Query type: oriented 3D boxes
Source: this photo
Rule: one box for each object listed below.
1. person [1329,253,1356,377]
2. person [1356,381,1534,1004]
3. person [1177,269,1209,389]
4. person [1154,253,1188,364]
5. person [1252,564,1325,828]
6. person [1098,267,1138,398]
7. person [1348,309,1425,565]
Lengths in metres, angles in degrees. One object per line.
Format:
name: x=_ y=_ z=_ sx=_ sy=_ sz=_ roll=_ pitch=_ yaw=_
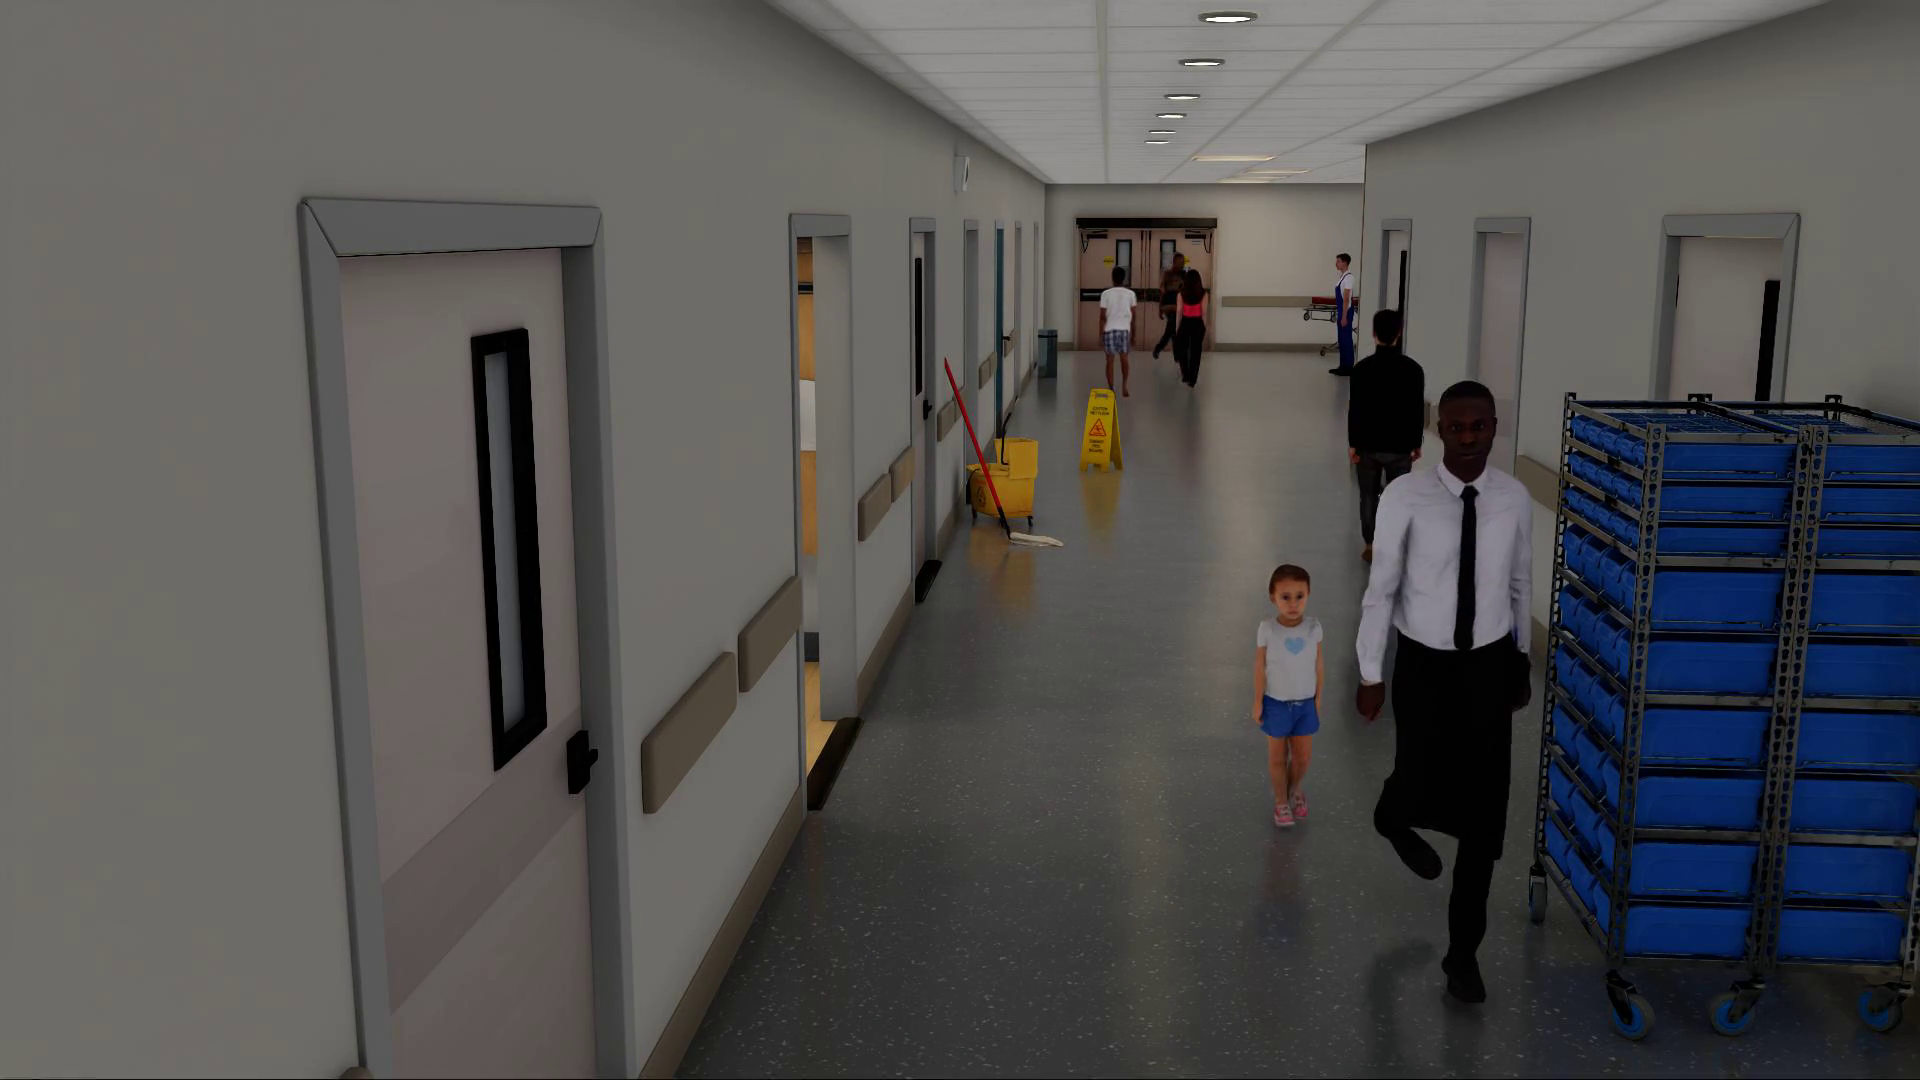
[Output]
person: x=5.860 y=-3.433 z=25.286 sx=0.683 sy=1.847 sz=0.513 roll=0 pitch=11 yaw=0
person: x=1.488 y=0.421 z=5.128 sx=0.732 sy=1.792 sz=1.189 roll=0 pitch=11 yaw=0
person: x=3.232 y=-2.918 z=23.115 sx=0.593 sy=1.645 sz=0.805 roll=0 pitch=11 yaw=2
person: x=3.403 y=-3.742 z=27.077 sx=1.079 sy=1.747 sz=1.319 roll=-5 pitch=12 yaw=-23
person: x=1.247 y=0.585 z=6.354 sx=0.428 sy=1.013 sz=0.440 roll=0 pitch=11 yaw=1
person: x=2.044 y=-2.658 z=21.549 sx=0.688 sy=1.719 sz=0.735 roll=-1 pitch=11 yaw=-3
person: x=2.824 y=-0.651 z=10.998 sx=0.670 sy=1.710 sz=0.908 roll=1 pitch=11 yaw=7
